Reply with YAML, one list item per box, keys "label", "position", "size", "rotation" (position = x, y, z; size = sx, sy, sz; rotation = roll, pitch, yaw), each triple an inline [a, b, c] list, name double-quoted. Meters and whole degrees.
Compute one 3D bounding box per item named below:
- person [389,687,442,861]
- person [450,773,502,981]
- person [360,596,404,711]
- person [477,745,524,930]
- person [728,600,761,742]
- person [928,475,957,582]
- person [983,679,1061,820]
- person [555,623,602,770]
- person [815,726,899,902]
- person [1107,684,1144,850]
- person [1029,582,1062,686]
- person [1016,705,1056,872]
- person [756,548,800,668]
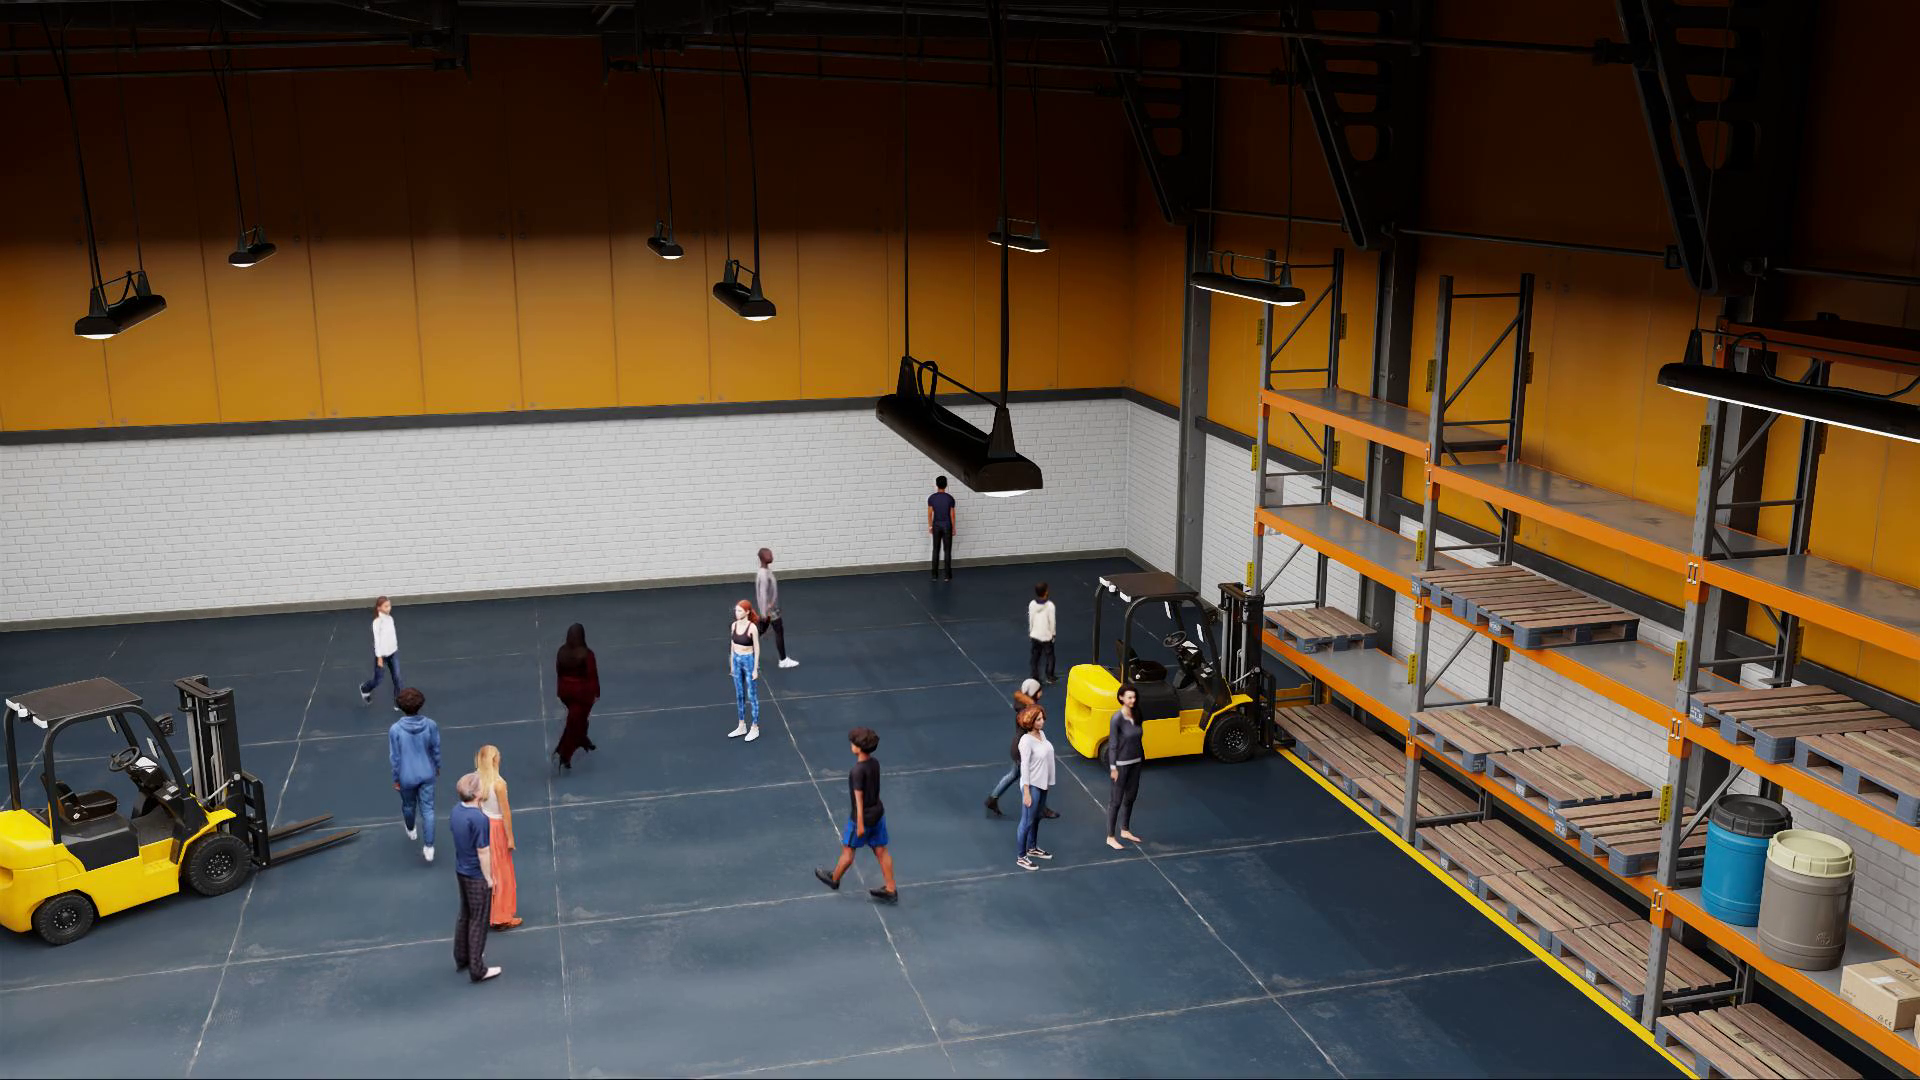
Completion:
- label: "person"
  position: [-5.610, 2.459, 17.221]
  size: [0.777, 1.756, 1.186]
  rotation: [-6, 15, -22]
- label: "person"
  position: [-4.345, 2.981, 14.835]
  size: [0.818, 1.864, 0.691]
  rotation: [-12, 18, -41]
- label: "person"
  position: [-7.549, 1.487, 21.695]
  size: [0.996, 1.539, 0.951]
  rotation: [7, 15, 26]
- label: "person"
  position: [-4.432, 2.803, 15.707]
  size: [0.719, 1.801, 0.806]
  rotation: [11, 18, 39]
- label: "person"
  position: [-2.671, 1.607, 20.682]
  size: [0.672, 1.784, 0.737]
  rotation: [9, 16, 33]
- label: "person"
  position: [-0.302, -0.209, 28.169]
  size: [0.698, 1.789, 0.686]
  rotation: [3, 14, 12]
- label: "person"
  position: [0.639, 2.305, 18.197]
  size: [0.894, 1.596, 1.088]
  rotation: [1, 14, 3]
- label: "person"
  position: [-4.586, 1.886, 19.682]
  size: [1.090, 1.712, 1.200]
  rotation: [6, 15, 25]
- label: "person"
  position: [-0.831, 2.708, 16.211]
  size: [1.155, 1.748, 1.120]
  rotation: [7, 15, 27]
- label: "person"
  position: [1.742, 2.367, 17.579]
  size: [0.685, 1.768, 0.674]
  rotation: [-13, 19, -42]
- label: "person"
  position: [1.079, 1.312, 22.629]
  size: [0.813, 1.440, 0.870]
  rotation: [9, 16, 32]
- label: "person"
  position: [0.750, 2.504, 17.130]
  size: [0.815, 1.712, 0.752]
  rotation: [7, 15, 28]
- label: "person"
  position: [-2.797, 0.975, 23.377]
  size: [0.838, 1.743, 1.123]
  rotation: [-1, 14, -4]
